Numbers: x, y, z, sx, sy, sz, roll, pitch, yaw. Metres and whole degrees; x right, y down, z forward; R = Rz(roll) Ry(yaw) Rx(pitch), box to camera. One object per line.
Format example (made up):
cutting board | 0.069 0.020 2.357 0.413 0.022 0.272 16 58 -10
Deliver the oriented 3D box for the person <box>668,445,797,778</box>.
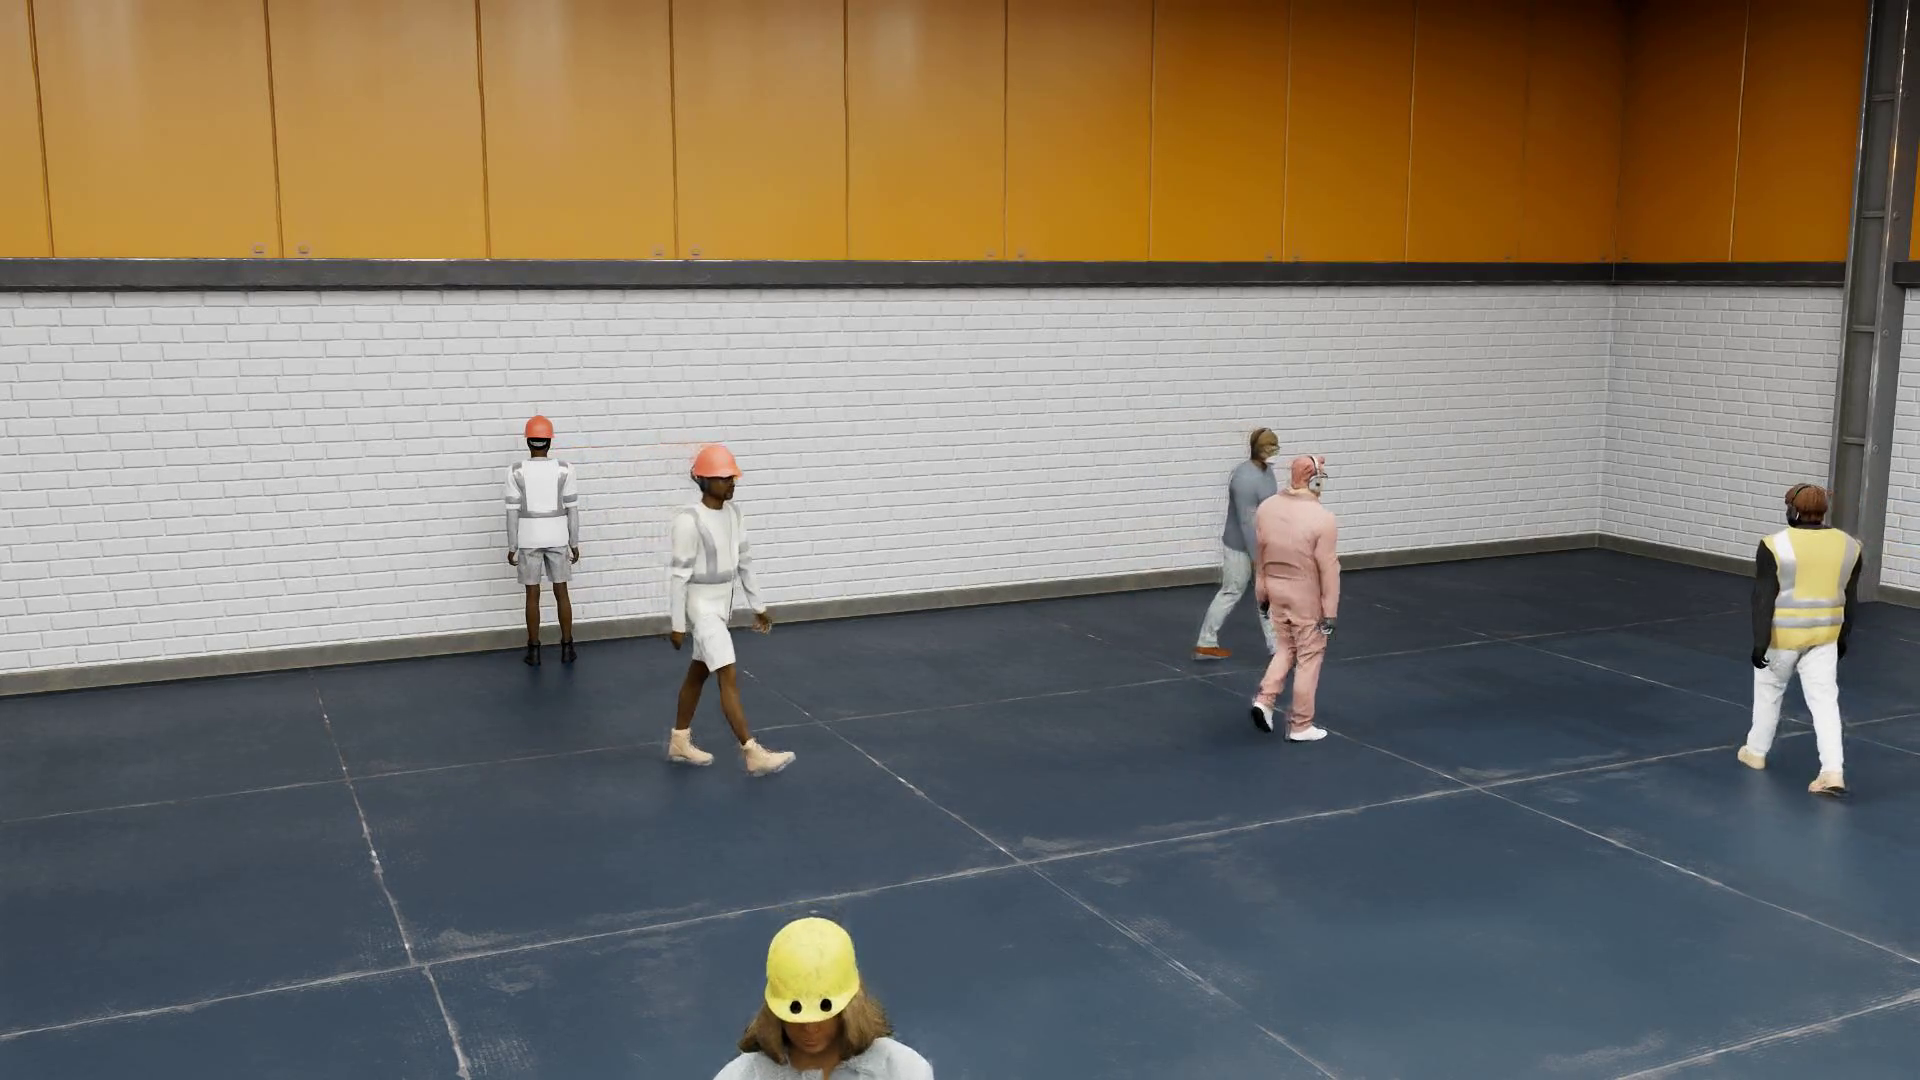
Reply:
person | -1.396 0.430 10.023 1.030 1.999 0.616 3 10 20

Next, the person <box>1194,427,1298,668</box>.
person | 2.214 0.057 12.780 0.860 1.879 0.653 7 11 36

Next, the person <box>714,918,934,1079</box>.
person | -0.289 1.627 3.460 0.519 1.717 0.702 -1 9 -3

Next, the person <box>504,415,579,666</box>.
person | -3.230 0.003 12.873 0.551 1.935 0.375 -3 10 -19

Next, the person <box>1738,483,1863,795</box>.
person | 4.975 0.567 9.804 0.645 1.807 0.951 0 9 0

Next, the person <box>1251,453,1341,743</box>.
person | 2.182 0.379 10.691 0.458 1.884 0.662 -7 11 -37
